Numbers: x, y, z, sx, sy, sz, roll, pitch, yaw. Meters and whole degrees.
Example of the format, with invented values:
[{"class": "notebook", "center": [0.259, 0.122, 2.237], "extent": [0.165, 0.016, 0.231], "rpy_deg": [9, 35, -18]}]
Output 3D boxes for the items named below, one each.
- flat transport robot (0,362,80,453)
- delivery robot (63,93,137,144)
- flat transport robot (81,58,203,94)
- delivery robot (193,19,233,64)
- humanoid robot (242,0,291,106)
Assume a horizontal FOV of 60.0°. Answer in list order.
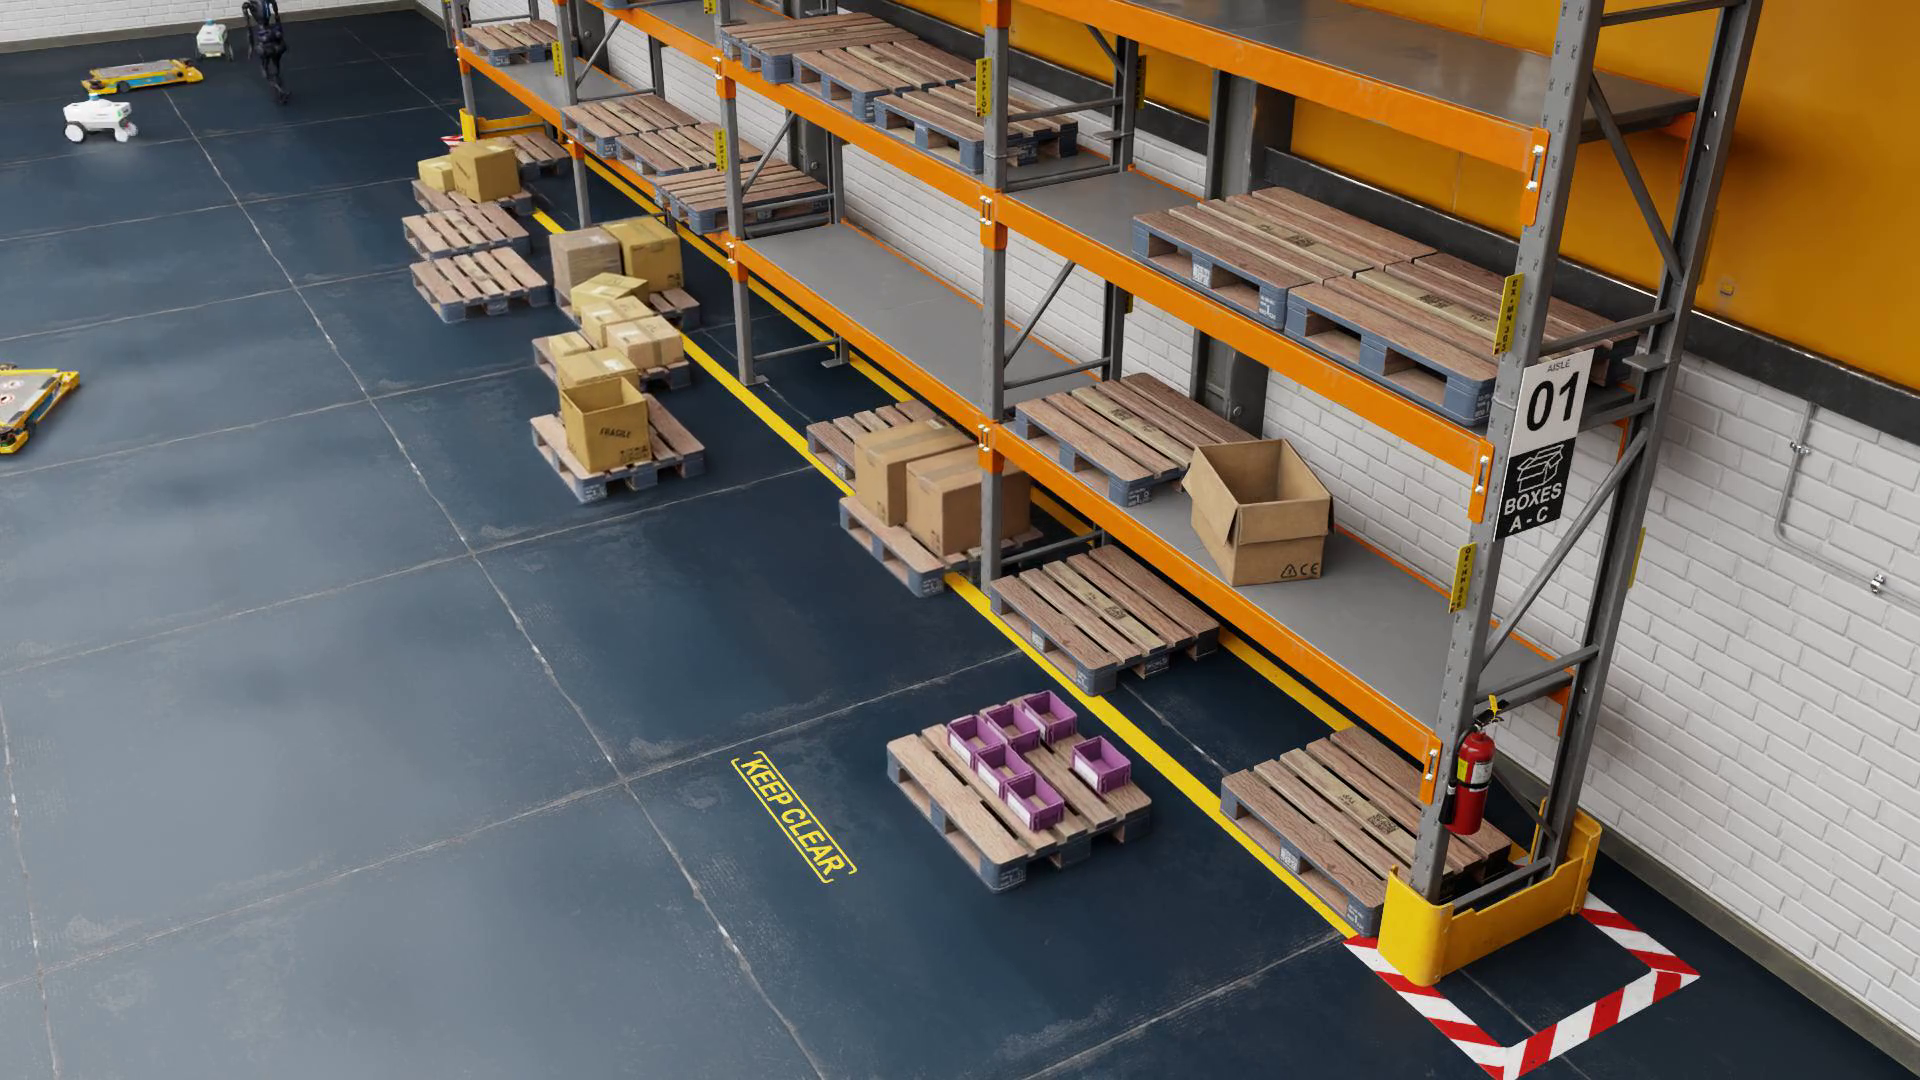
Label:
[{"class": "flat transport robot", "center": [-7.771, -1.074, 13.527], "extent": [0.659, 0.231, 1.431], "rpy_deg": [-3, 30, -5]}, {"class": "delivery robot", "center": [-10.651, -5.203, 20.544], "extent": [0.815, 0.612, 0.499], "rpy_deg": [-1, 30, -1]}, {"class": "flat transport robot", "center": [-11.265, -6.378, 22.892], "extent": [1.431, 0.231, 0.659], "rpy_deg": [-20, 35, -32]}, {"class": "delivery robot", "center": [-10.835, -7.248, 24.118], "extent": [0.499, 0.576, 0.768], "rpy_deg": [-8, 30, -13]}, {"class": "humanoid robot", "center": [-8.972, -6.503, 21.685], "extent": [0.496, 1.638, 0.588], "rpy_deg": [15, 33, 25]}]
